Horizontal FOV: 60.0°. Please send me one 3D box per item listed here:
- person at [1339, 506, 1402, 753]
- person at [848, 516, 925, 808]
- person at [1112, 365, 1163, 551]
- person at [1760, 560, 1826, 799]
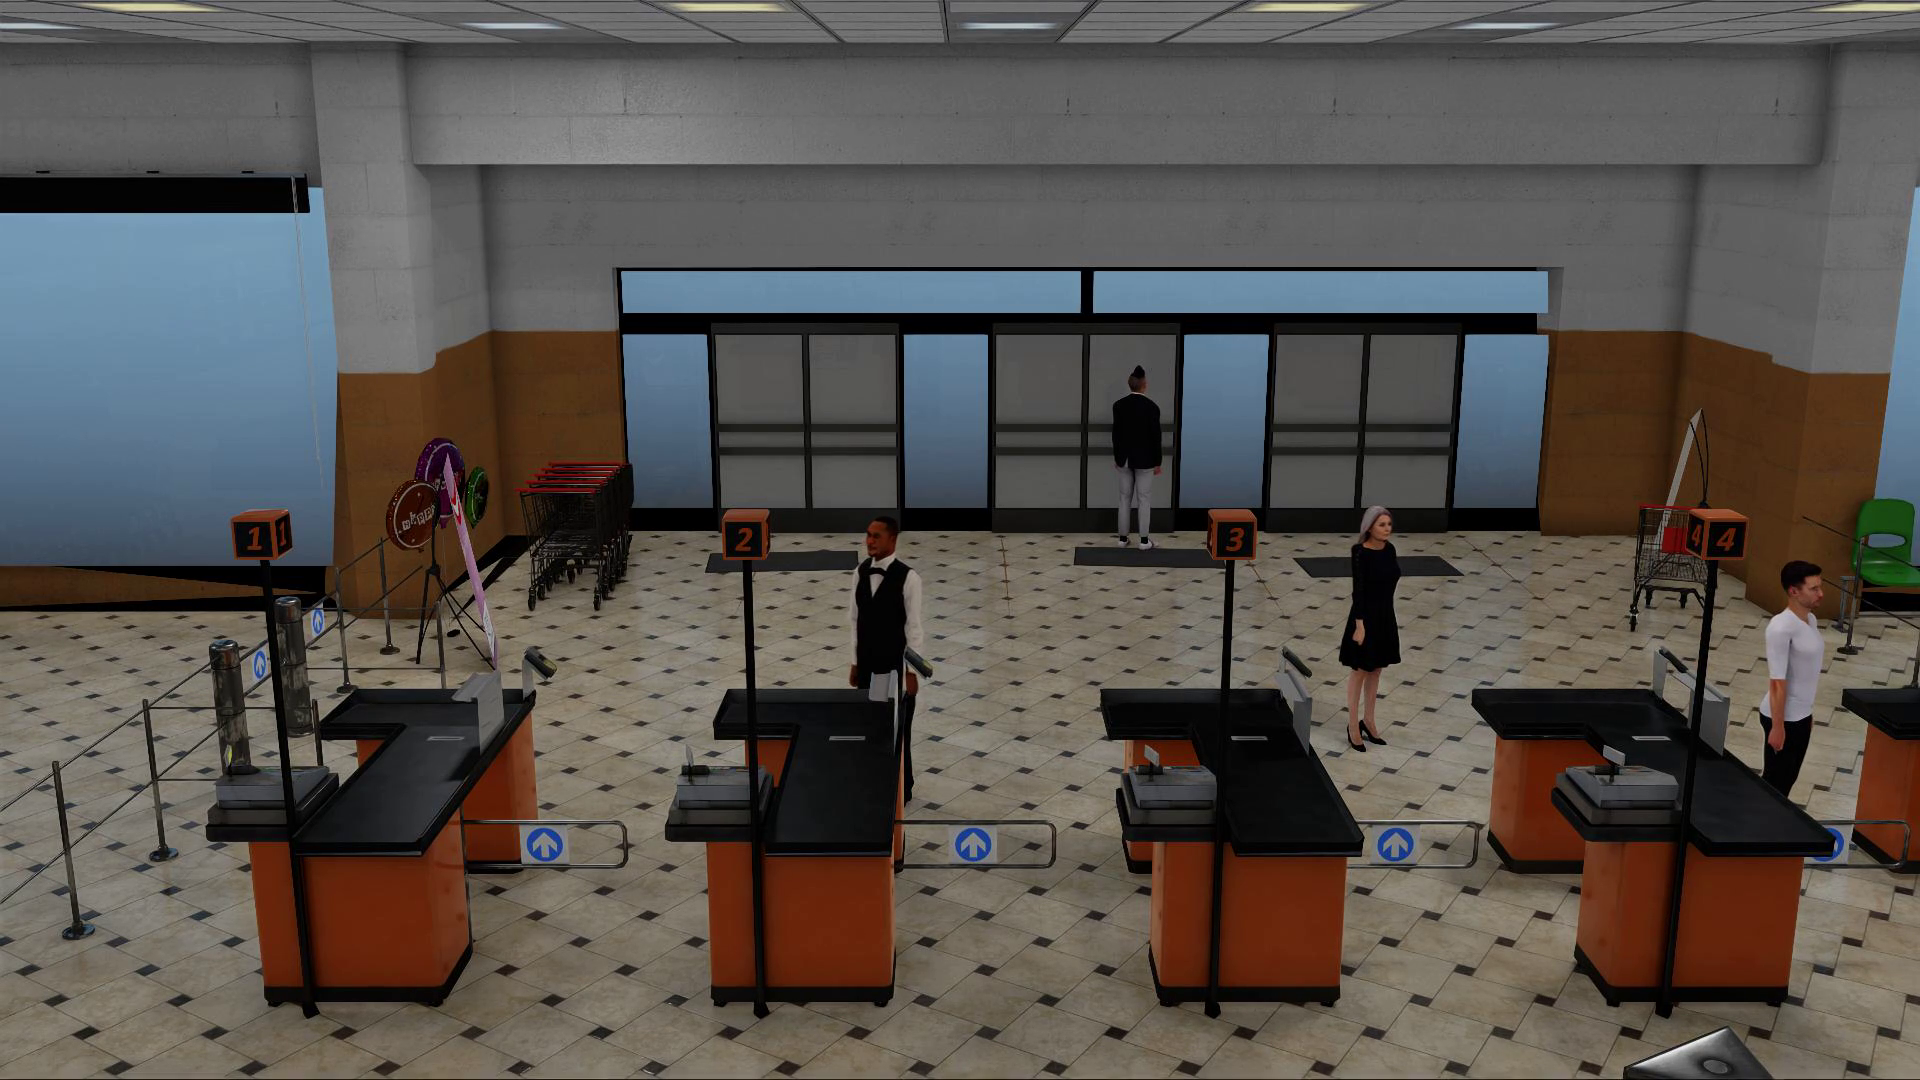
[{"bbox_3d":[2.904,0.610,11.720,0.697,1.747,0.737,-10,17,-35],"label":"person"},{"bbox_3d":[-0.469,0.774,10.680,0.784,1.918,0.802,9,16,34],"label":"person"},{"bbox_3d":[1.840,-0.870,17.391,0.794,1.950,0.783,7,15,28],"label":"person"},{"bbox_3d":[4.879,1.020,9.809,0.743,1.851,0.802,-13,19,-43],"label":"person"}]
